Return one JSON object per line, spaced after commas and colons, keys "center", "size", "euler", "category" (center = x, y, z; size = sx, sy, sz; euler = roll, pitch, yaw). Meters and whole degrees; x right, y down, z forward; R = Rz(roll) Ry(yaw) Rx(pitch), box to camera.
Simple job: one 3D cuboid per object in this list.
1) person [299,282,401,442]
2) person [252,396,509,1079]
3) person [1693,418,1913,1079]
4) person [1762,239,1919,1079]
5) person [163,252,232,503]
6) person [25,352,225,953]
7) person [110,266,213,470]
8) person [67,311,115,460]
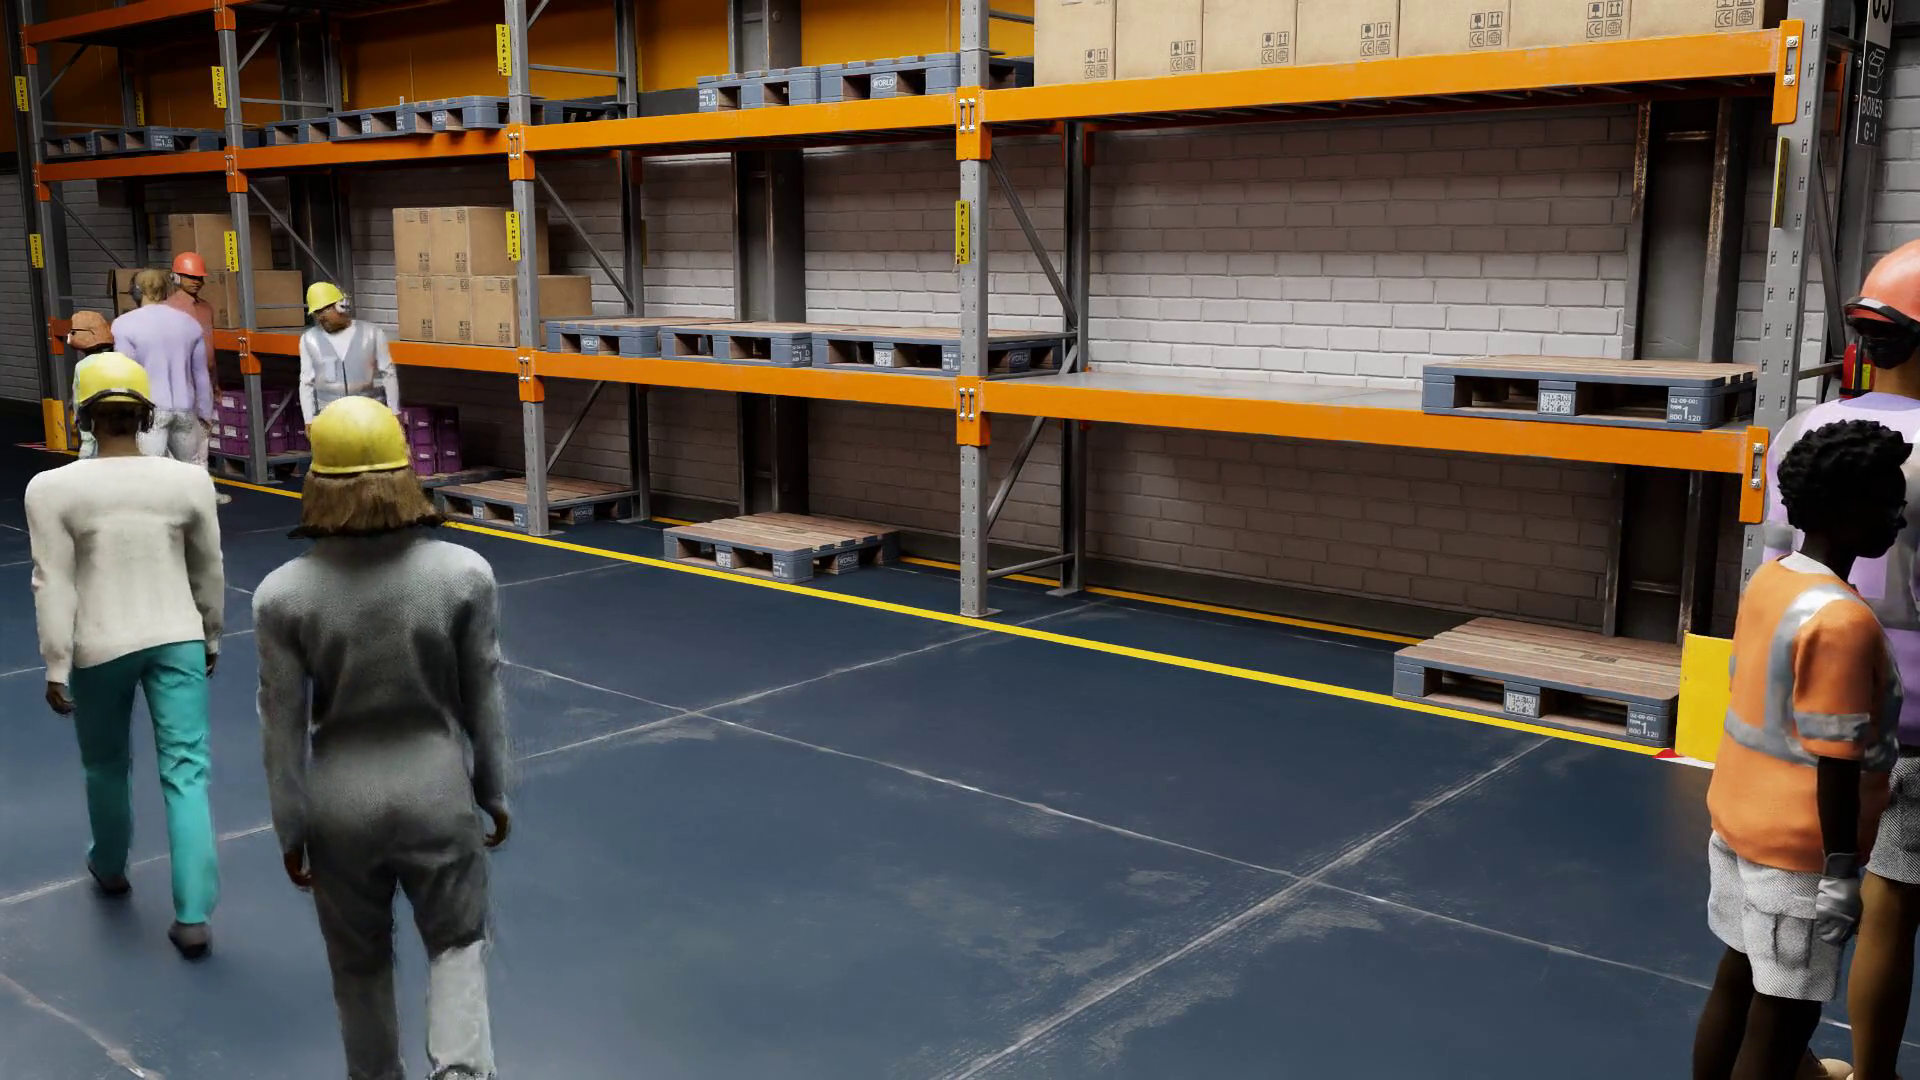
{"center": [-4.224, -0.881, 11.543], "size": [0.651, 1.789, 0.434], "euler": [-3, 10, -15], "category": "person"}
{"center": [-1.189, 0.563, 3.471], "size": [0.492, 1.722, 0.585], "euler": [-4, 11, -20], "category": "person"}
{"center": [1.682, 0.599, 3.338], "size": [0.319, 1.698, 0.539], "euler": [2, 10, 10], "category": "person"}
{"center": [2.047, 0.366, 3.689], "size": [0.379, 2.044, 0.607], "euler": [-3, 10, -17], "category": "person"}
{"center": [-5.980, -1.241, 12.986], "size": [0.392, 1.991, 0.612], "euler": [2, 10, 11], "category": "person"}
{"center": [-2.442, 0.310, 4.925], "size": [0.533, 1.708, 0.916], "euler": [-8, 12, -37], "category": "person"}
{"center": [-5.260, -0.848, 10.986], "size": [0.451, 1.925, 0.677], "euler": [6, 11, 30], "category": "person"}
{"center": [-5.392, -0.612, 10.413], "size": [0.278, 1.636, 0.506], "euler": [-2, 10, -10], "category": "person"}
